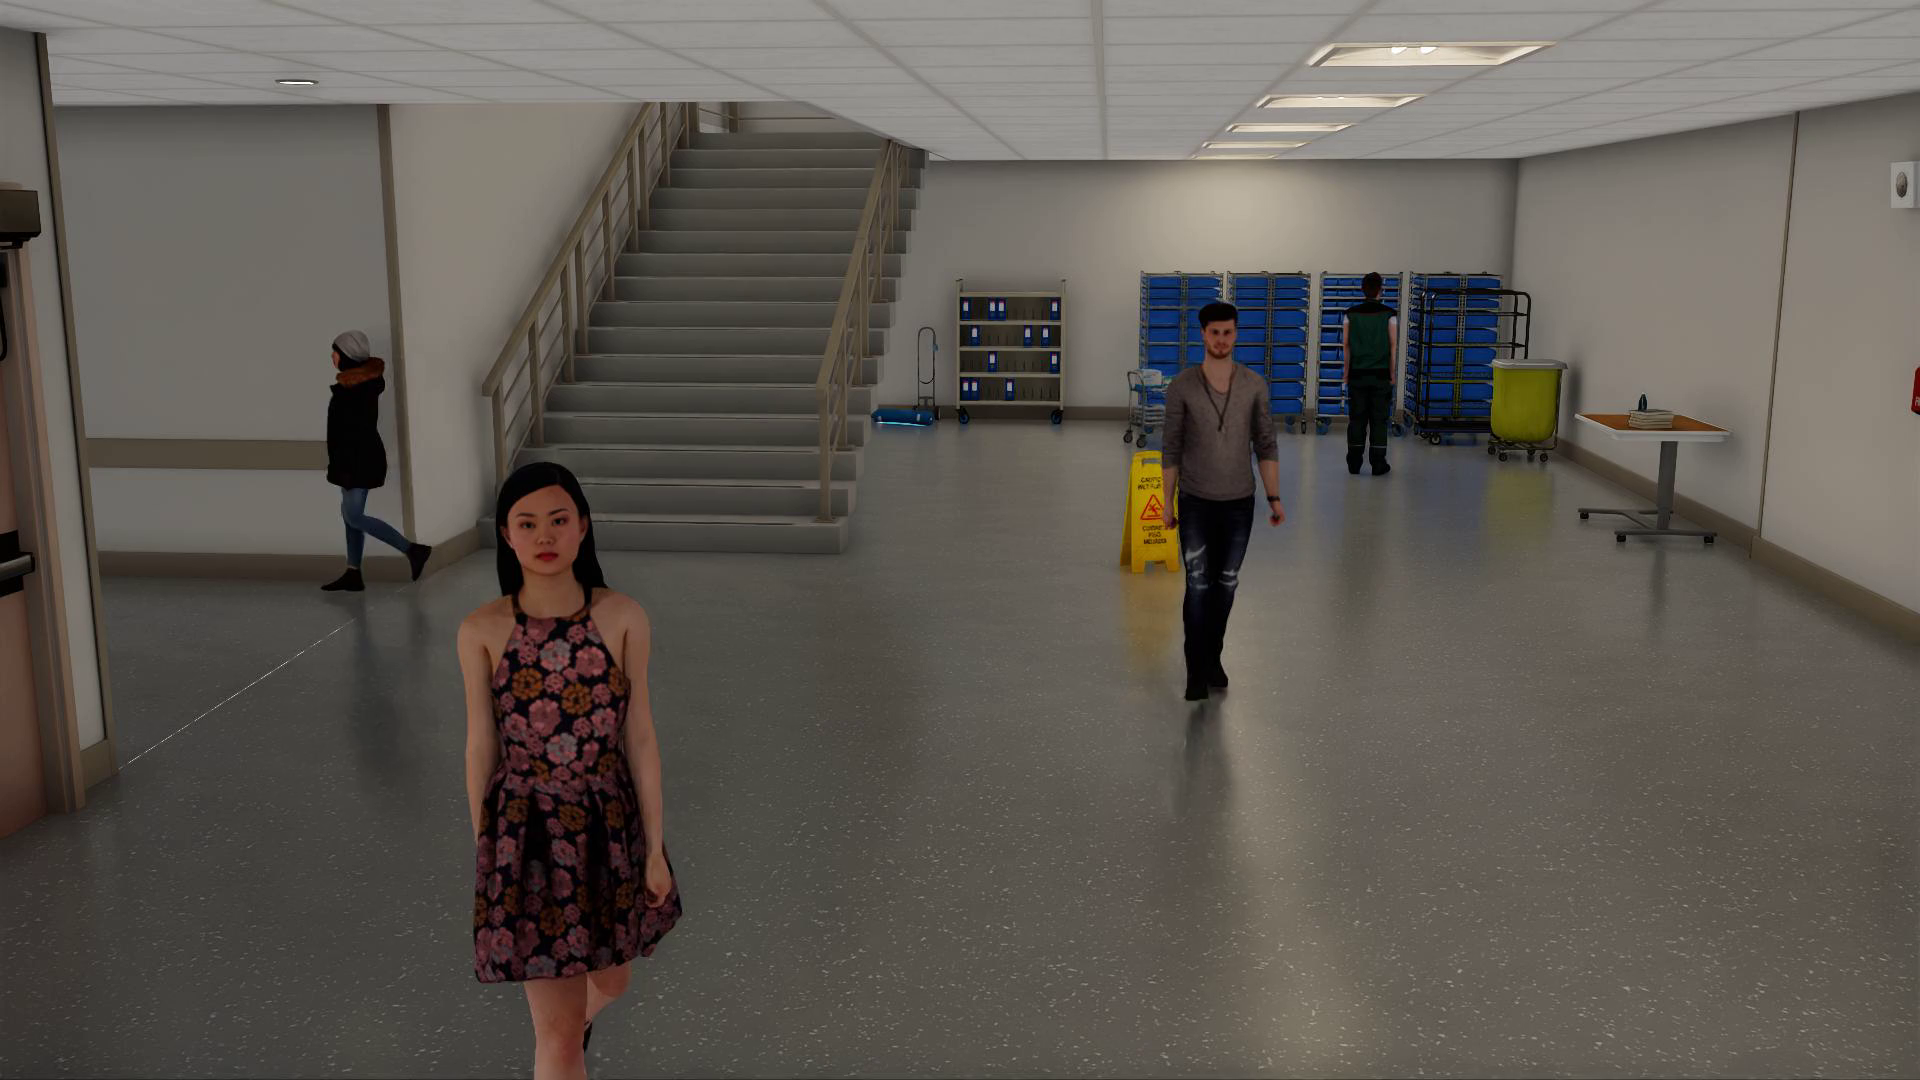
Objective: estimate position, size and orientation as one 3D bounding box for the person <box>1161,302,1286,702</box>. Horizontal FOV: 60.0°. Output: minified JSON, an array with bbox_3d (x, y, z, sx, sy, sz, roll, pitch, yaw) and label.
[{"bbox_3d":[1.234,-0.200,8.117,0.811,1.882,1.036,-1,11,-6],"label":"person"}]

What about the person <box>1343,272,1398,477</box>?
[{"bbox_3d":[3.747,-1.524,15.197,0.710,1.843,0.697,4,12,22],"label":"person"}]

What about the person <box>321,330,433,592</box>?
[{"bbox_3d":[-3.623,-0.463,10.210,0.798,1.617,0.916,-1,11,-7],"label":"person"}]

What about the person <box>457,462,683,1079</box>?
[{"bbox_3d":[-0.866,0.703,3.719,0.896,1.747,1.196,-3,11,-16],"label":"person"}]
